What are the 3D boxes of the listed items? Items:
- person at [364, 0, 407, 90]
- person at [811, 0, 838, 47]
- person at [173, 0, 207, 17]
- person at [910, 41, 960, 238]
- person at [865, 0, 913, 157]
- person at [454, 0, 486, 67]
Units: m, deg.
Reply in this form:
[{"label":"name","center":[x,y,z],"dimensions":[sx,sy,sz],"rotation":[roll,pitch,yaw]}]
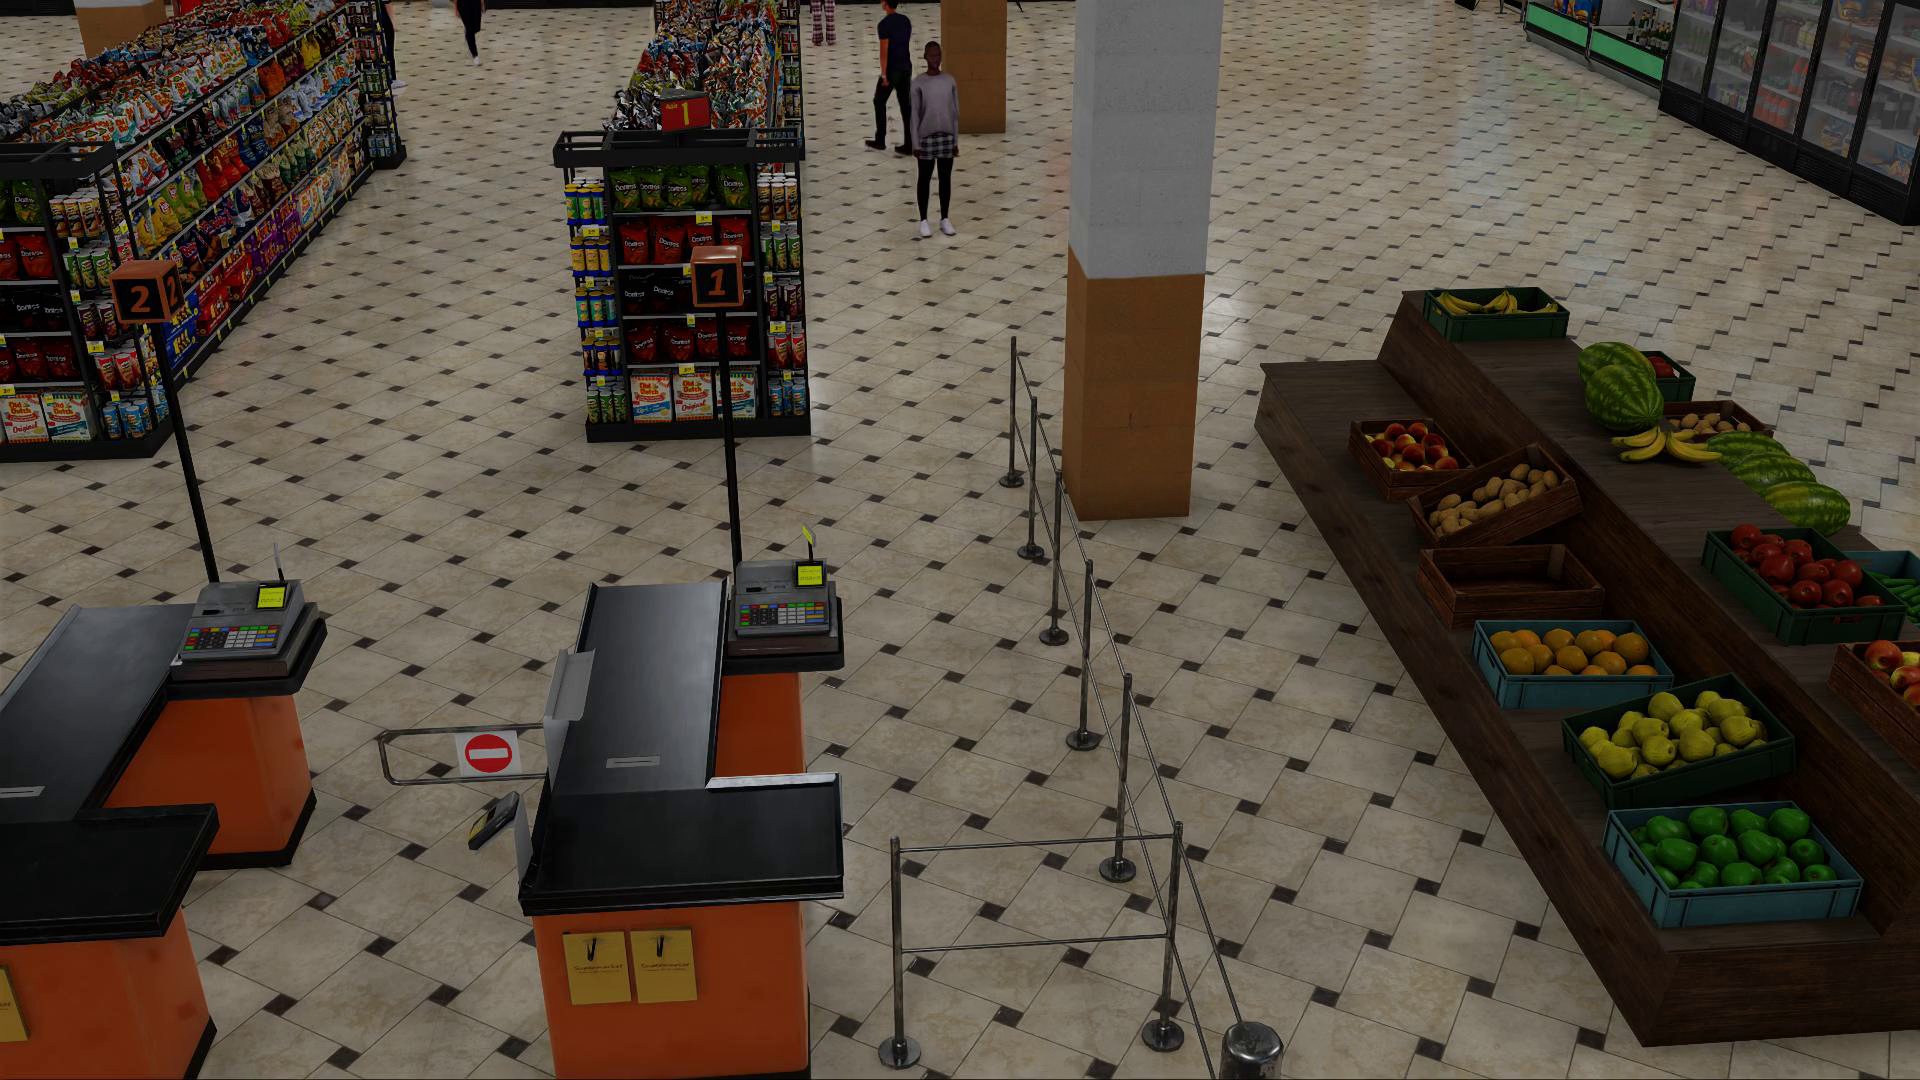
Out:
[{"label":"person","center":[-7.441,-6.619,21.276],"dimensions":[0.679,1.637,0.687],"rotation":[6,28,12]},{"label":"person","center":[-1.989,-7.999,23.930],"dimensions":[0.629,1.698,0.513],"rotation":[-4,27,-8]},{"label":"person","center":[-9.473,-6.354,20.637],"dimensions":[0.615,1.743,0.561],"rotation":[-8,28,-14]},{"label":"person","center":[-0.235,-3.712,15.397],"dimensions":[0.660,1.771,0.610],"rotation":[-9,28,-17]},{"label":"person","center":[-0.644,-5.065,18.060],"dimensions":[0.895,1.774,0.973],"rotation":[-21,34,-35]},{"label":"person","center":[-6.749,-7.340,22.726],"dimensions":[0.871,1.612,1.061],"rotation":[-16,31,-29]}]
